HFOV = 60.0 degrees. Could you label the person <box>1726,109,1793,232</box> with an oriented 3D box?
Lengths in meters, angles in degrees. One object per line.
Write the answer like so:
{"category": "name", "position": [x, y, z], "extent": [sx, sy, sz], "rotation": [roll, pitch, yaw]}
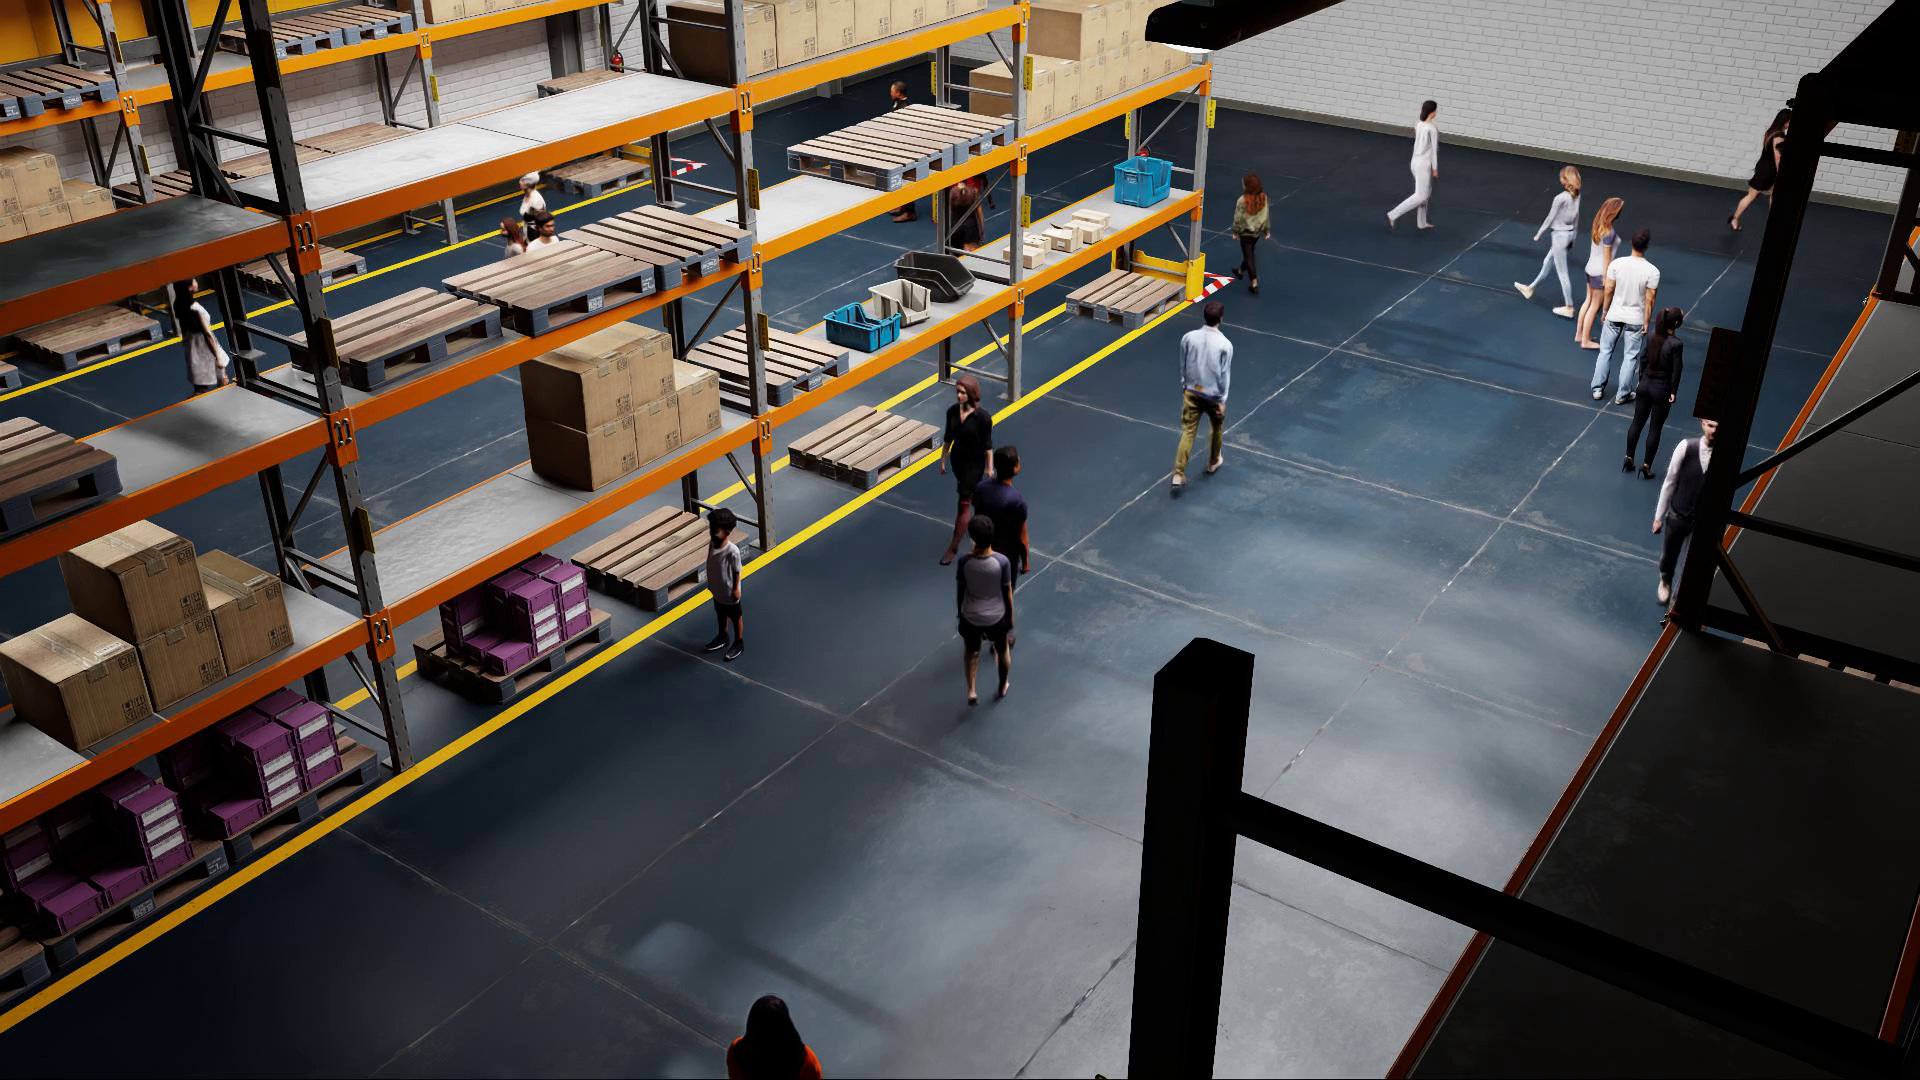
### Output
{"category": "person", "position": [10.693, -4.888, 22.216], "extent": [0.974, 1.665, 1.110], "rotation": [7, 29, 12]}

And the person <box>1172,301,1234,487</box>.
{"category": "person", "position": [2.241, -1.319, 15.559], "extent": [0.785, 1.774, 1.164], "rotation": [14, 32, 24]}

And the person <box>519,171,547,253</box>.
{"category": "person", "position": [-4.888, -3.511, 19.635], "extent": [1.125, 1.719, 0.999], "rotation": [-10, 30, -18]}

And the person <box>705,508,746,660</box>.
{"category": "person", "position": [-1.849, 0.321, 13.087], "extent": [0.490, 1.261, 0.491], "rotation": [20, 34, 32]}

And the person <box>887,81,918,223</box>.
{"category": "person", "position": [-0.774, -5.329, 22.777], "extent": [0.858, 1.902, 0.791], "rotation": [-4, 29, -7]}

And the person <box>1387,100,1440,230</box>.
{"category": "person", "position": [6.132, -4.978, 22.291], "extent": [1.053, 1.751, 0.975], "rotation": [-7, 29, -12]}

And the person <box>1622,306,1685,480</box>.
{"category": "person", "position": [6.605, -1.411, 15.793], "extent": [0.624, 1.711, 0.643], "rotation": [-15, 32, -25]}

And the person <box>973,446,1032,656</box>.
{"category": "person", "position": [0.249, 0.124, 12.910], "extent": [0.674, 1.778, 0.696], "rotation": [21, 35, 33]}

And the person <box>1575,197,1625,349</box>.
{"category": "person", "position": [7.170, -3.007, 18.703], "extent": [0.748, 1.727, 0.654], "rotation": [1, 29, 3]}

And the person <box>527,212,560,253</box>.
{"category": "person", "position": [-4.523, -2.782, 18.298], "extent": [0.722, 1.718, 0.525], "rotation": [25, 37, 38]}

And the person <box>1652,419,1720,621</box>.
{"category": "person", "position": [5.870, -0.212, 13.381], "extent": [0.846, 1.915, 1.252], "rotation": [12, 31, 20]}

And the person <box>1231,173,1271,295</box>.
{"category": "person", "position": [3.569, -3.712, 20.303], "extent": [1.030, 1.431, 1.016], "rotation": [-9, 30, -16]}

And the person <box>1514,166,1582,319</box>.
{"category": "person", "position": [7.117, -3.451, 19.500], "extent": [1.133, 1.742, 0.877], "rotation": [-20, 34, -32]}

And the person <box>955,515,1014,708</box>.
{"category": "person", "position": [0.163, 0.562, 12.352], "extent": [0.780, 1.541, 0.906], "rotation": [7, 29, 13]}

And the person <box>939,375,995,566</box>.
{"category": "person", "position": [0.115, -0.656, 14.469], "extent": [0.608, 1.652, 1.068], "rotation": [18, 33, 30]}

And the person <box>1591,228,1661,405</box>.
{"category": "person", "position": [6.935, -2.331, 17.321], "extent": [0.668, 1.863, 0.533], "rotation": [19, 34, 31]}

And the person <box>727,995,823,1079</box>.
{"category": "person", "position": [-0.858, 2.838, 7.965], "extent": [0.696, 1.747, 0.687], "rotation": [6, 29, 11]}

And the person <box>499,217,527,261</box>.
{"category": "person", "position": [-4.948, -2.956, 18.893], "extent": [1.006, 1.455, 0.828], "rotation": [-13, 31, -23]}
